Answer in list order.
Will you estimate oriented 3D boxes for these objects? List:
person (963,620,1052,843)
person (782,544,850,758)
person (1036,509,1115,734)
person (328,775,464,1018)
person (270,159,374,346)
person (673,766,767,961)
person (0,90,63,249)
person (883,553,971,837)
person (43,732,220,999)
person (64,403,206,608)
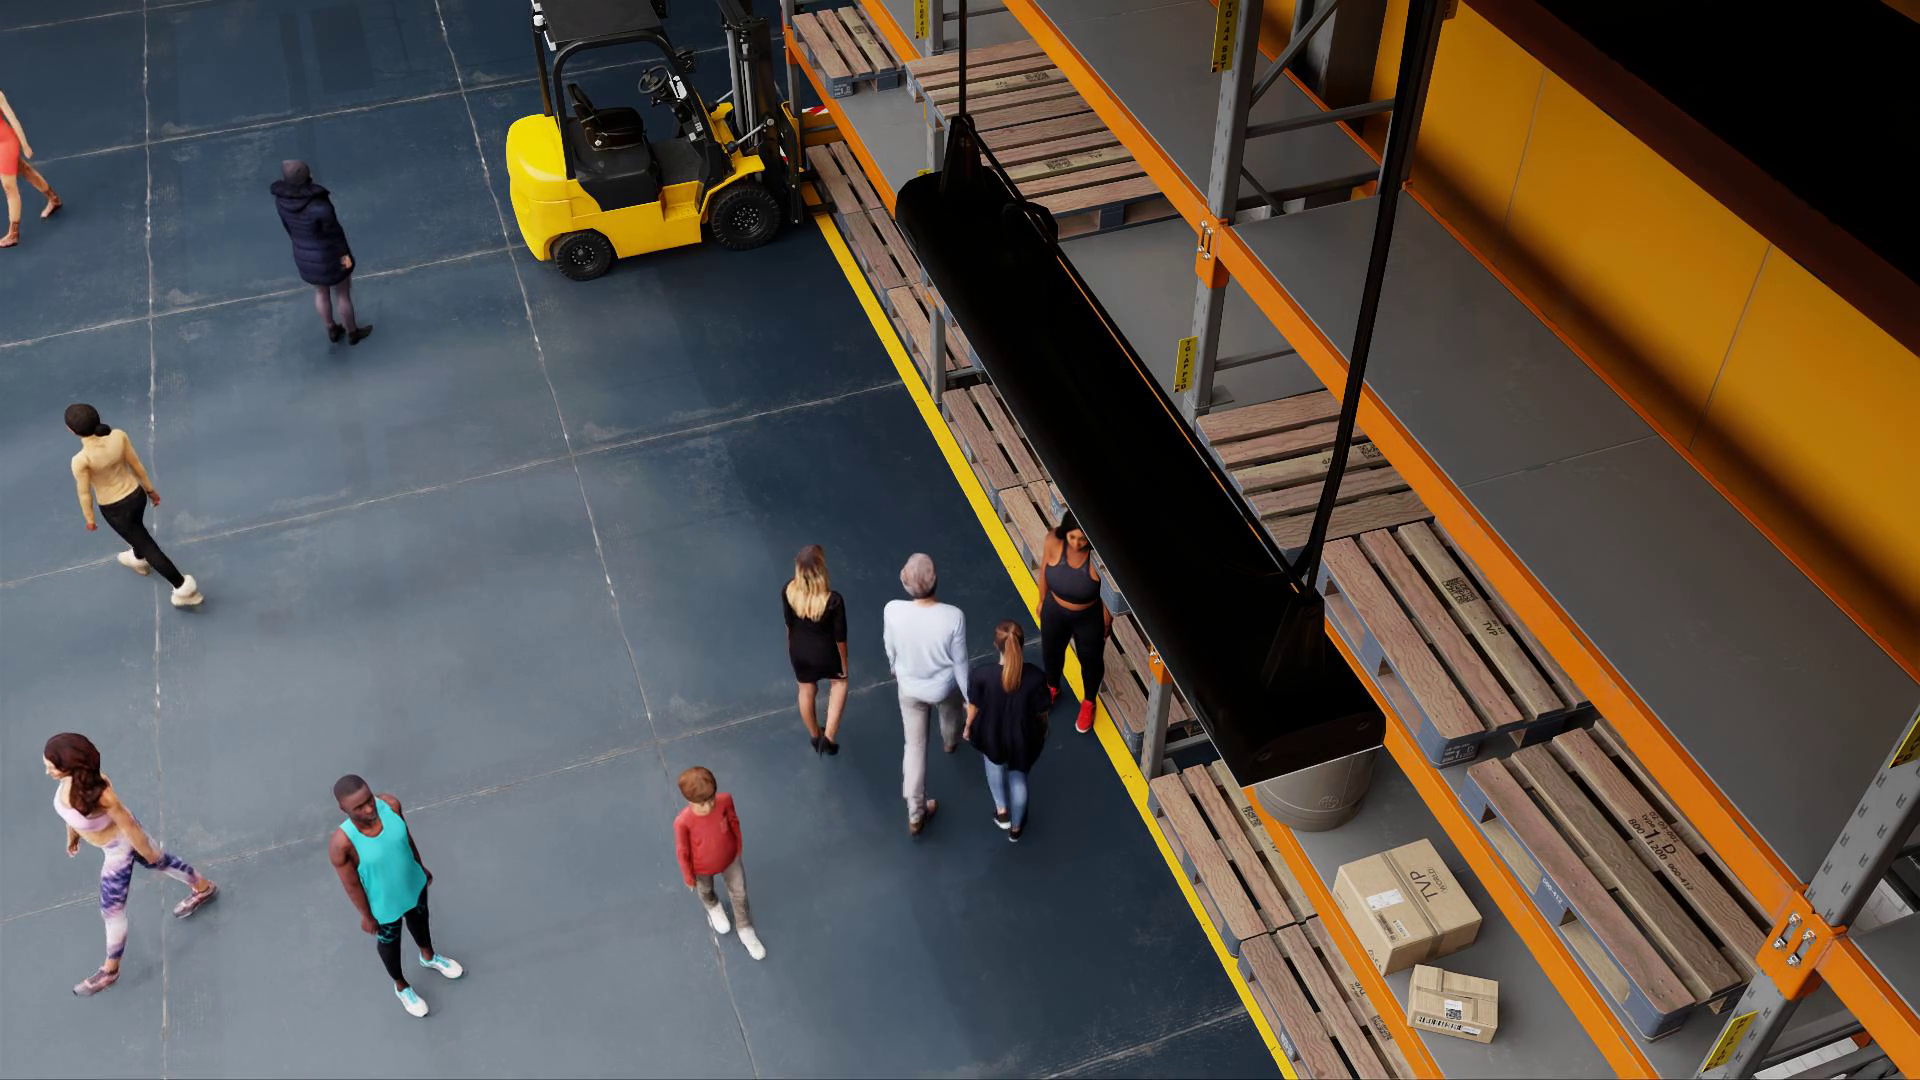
[{"bbox_3d":[0.255,1.168,9.575,0.789,1.679,0.827,6,44,7],"label":"person"},{"bbox_3d":[-0.898,0.751,10.022,0.712,1.664,0.771,9,44,10],"label":"person"},{"bbox_3d":[0.714,0.431,10.249,0.768,1.815,0.826,17,46,17],"label":"person"},{"bbox_3d":[-3.001,1.837,8.776,0.718,1.811,0.684,23,48,22],"label":"person"},{"bbox_3d":[-5.082,-2.281,13.197,0.802,1.675,0.848,13,45,13],"label":"person"},{"bbox_3d":[-1.400,1.698,9.218,0.593,1.404,0.775,-20,47,-20],"label":"person"},{"bbox_3d":[-8.257,-3.456,14.437,1.044,1.665,1.169,13,45,14],"label":"person"},{"bbox_3d":[-0.212,0.938,9.704,1.117,1.834,1.355,8,44,8],"label":"person"},{"bbox_3d":[-4.517,1.602,9.089,1.154,1.720,1.012,32,52,29],"label":"person"},{"bbox_3d":[-5.492,-0.199,11.052,1.157,1.620,1.086,18,47,18],"label":"person"}]
